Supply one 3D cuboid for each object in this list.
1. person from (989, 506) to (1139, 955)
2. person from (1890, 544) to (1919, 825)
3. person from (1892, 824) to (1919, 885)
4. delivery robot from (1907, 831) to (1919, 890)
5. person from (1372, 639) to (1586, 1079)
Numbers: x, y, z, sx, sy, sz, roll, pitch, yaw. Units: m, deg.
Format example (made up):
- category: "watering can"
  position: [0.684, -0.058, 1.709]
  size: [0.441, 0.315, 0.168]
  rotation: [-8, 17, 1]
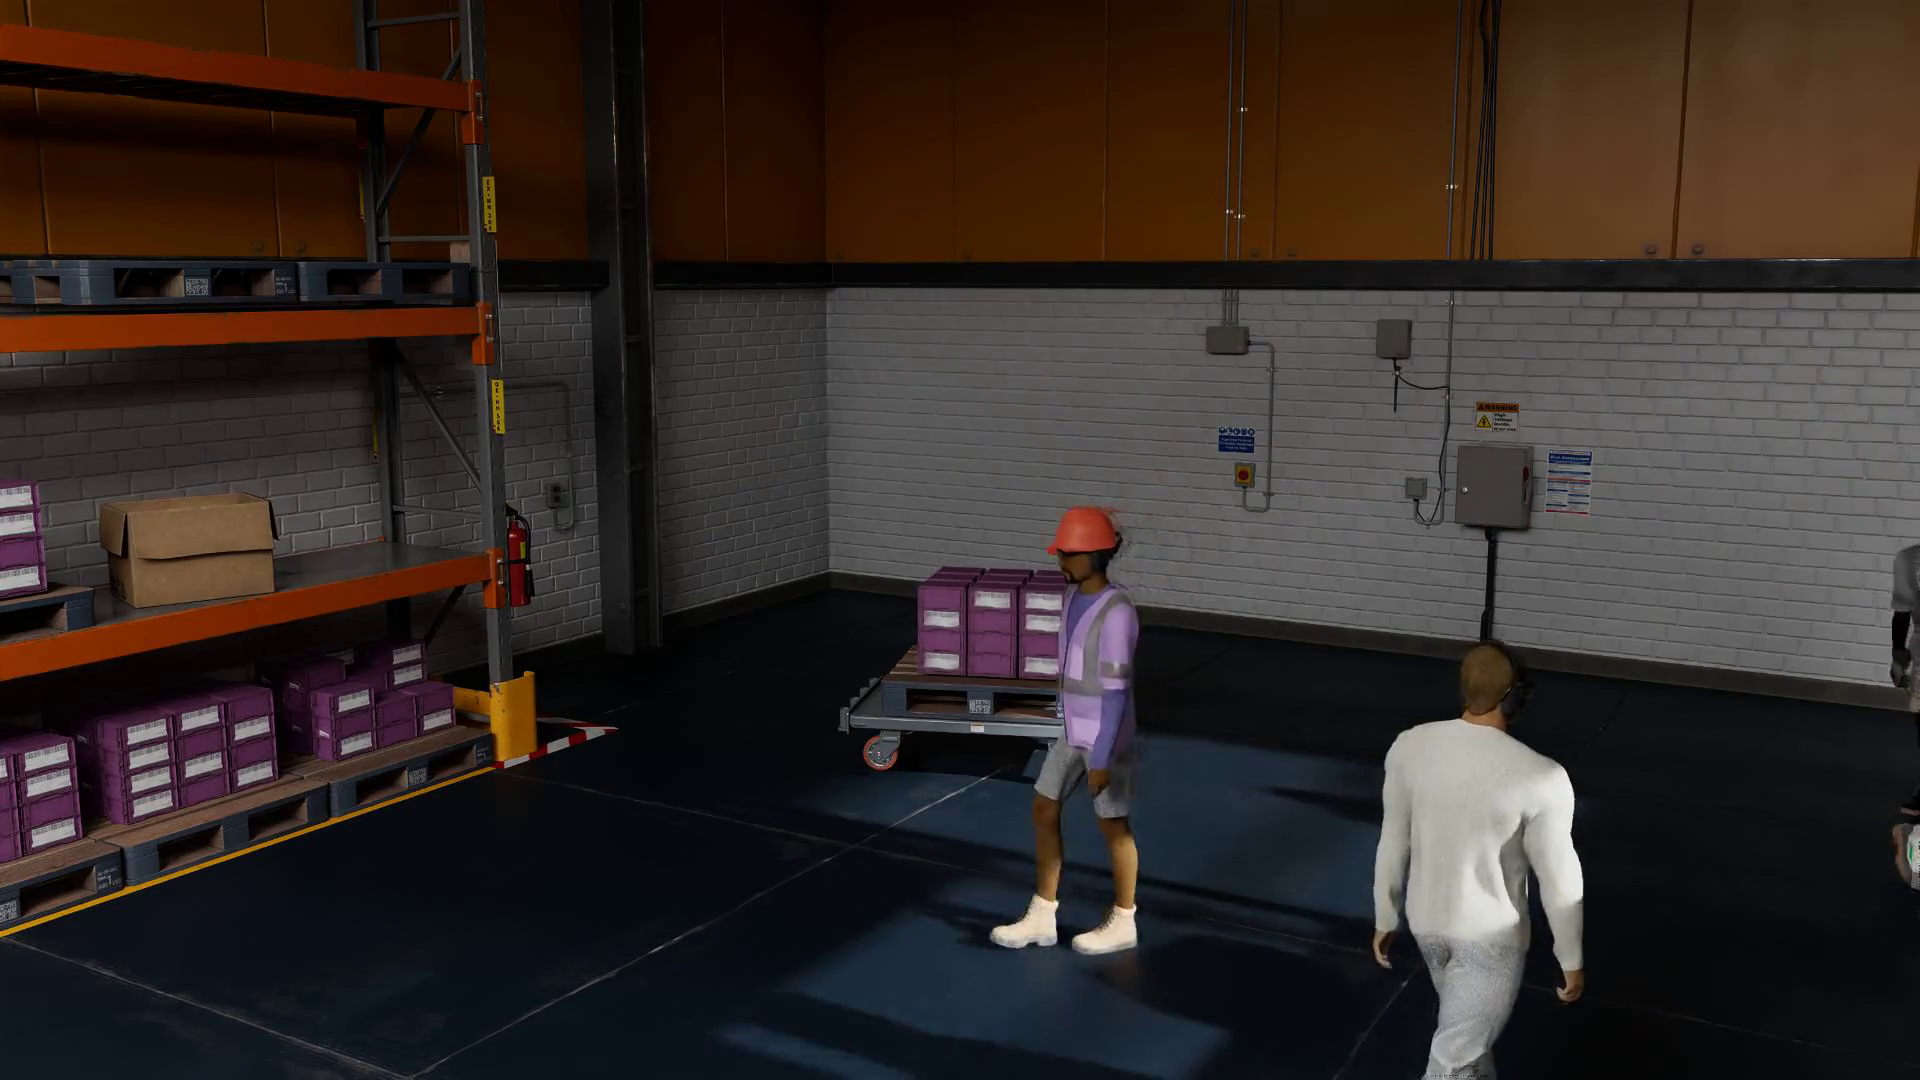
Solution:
- category: "person"
  position: [0.458, 0.863, 7.285]
  size: [0.788, 2.020, 0.640]
  rotation: [-3, 10, -20]
- category: "person"
  position: [5.324, 0.655, 8.976]
  size: [0.872, 1.895, 0.618]
  rotation: [-7, 12, -39]
- category: "person"
  position: [4.893, 0.865, 7.800]
  size: [0.735, 1.849, 0.639]
  rotation: [7, 12, 38]
- category: "delivery robot"
  position: [4.729, 1.503, 7.570]
  size: [0.477, 0.478, 0.707]
  rotation: [-7, 11, -38]
- category: "person"
  position: [1.662, 1.250, 5.333]
  size: [1.036, 1.884, 0.655]
  rotation: [-7, 12, -38]
